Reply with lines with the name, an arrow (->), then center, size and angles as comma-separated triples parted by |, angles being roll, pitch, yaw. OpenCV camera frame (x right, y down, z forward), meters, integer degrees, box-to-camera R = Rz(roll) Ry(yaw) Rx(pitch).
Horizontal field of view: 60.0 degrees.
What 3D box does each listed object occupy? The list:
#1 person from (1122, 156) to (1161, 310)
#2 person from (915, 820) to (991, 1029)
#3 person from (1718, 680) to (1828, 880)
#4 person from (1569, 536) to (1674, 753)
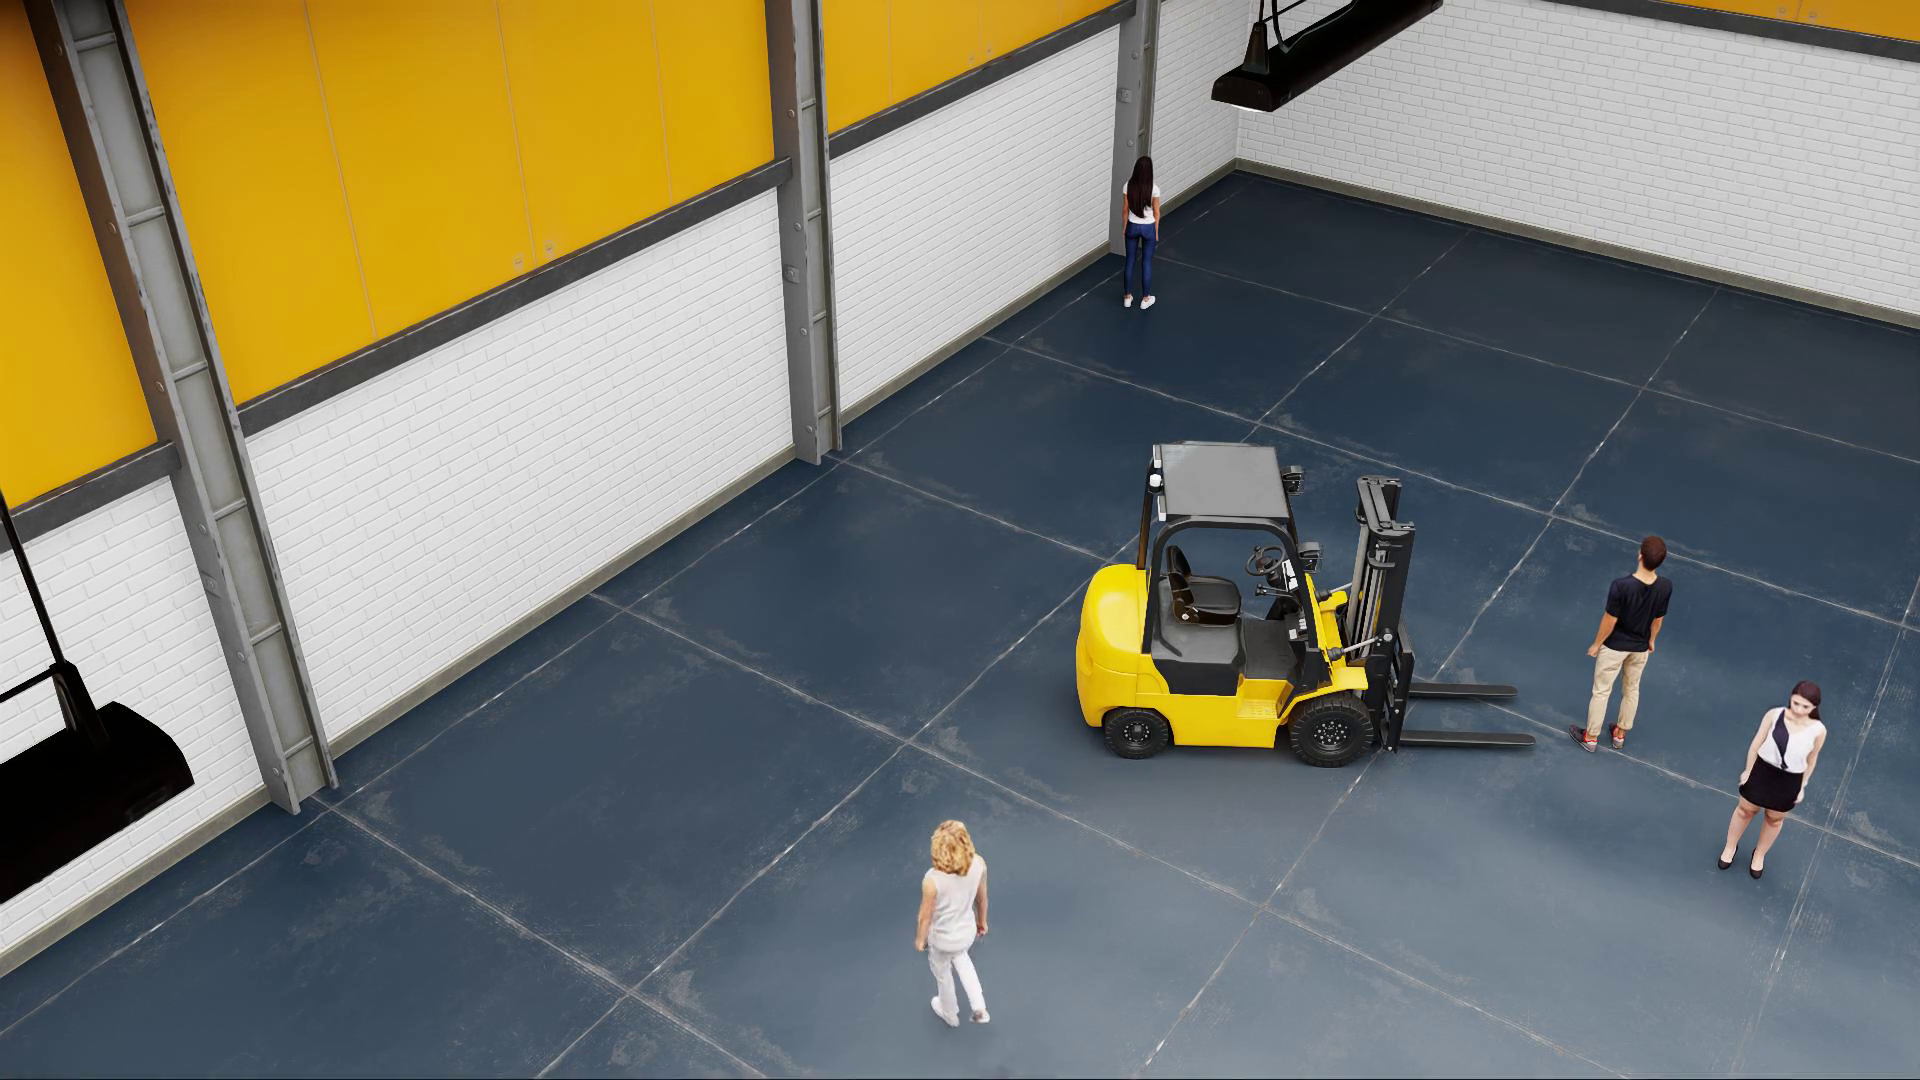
person -> 2.023, -3.445, 18.635 | 0.631, 1.775, 0.587 | 12, 36, 18
person -> -0.015, 2.377, 9.982 | 0.738, 1.659, 0.775 | -22, 39, -29
person -> 5.467, 1.606, 11.151 | 0.570, 1.647, 0.537 | 16, 37, 23
person -> 4.893, 0.771, 12.217 | 0.700, 1.859, 0.747 | -4, 34, -6
